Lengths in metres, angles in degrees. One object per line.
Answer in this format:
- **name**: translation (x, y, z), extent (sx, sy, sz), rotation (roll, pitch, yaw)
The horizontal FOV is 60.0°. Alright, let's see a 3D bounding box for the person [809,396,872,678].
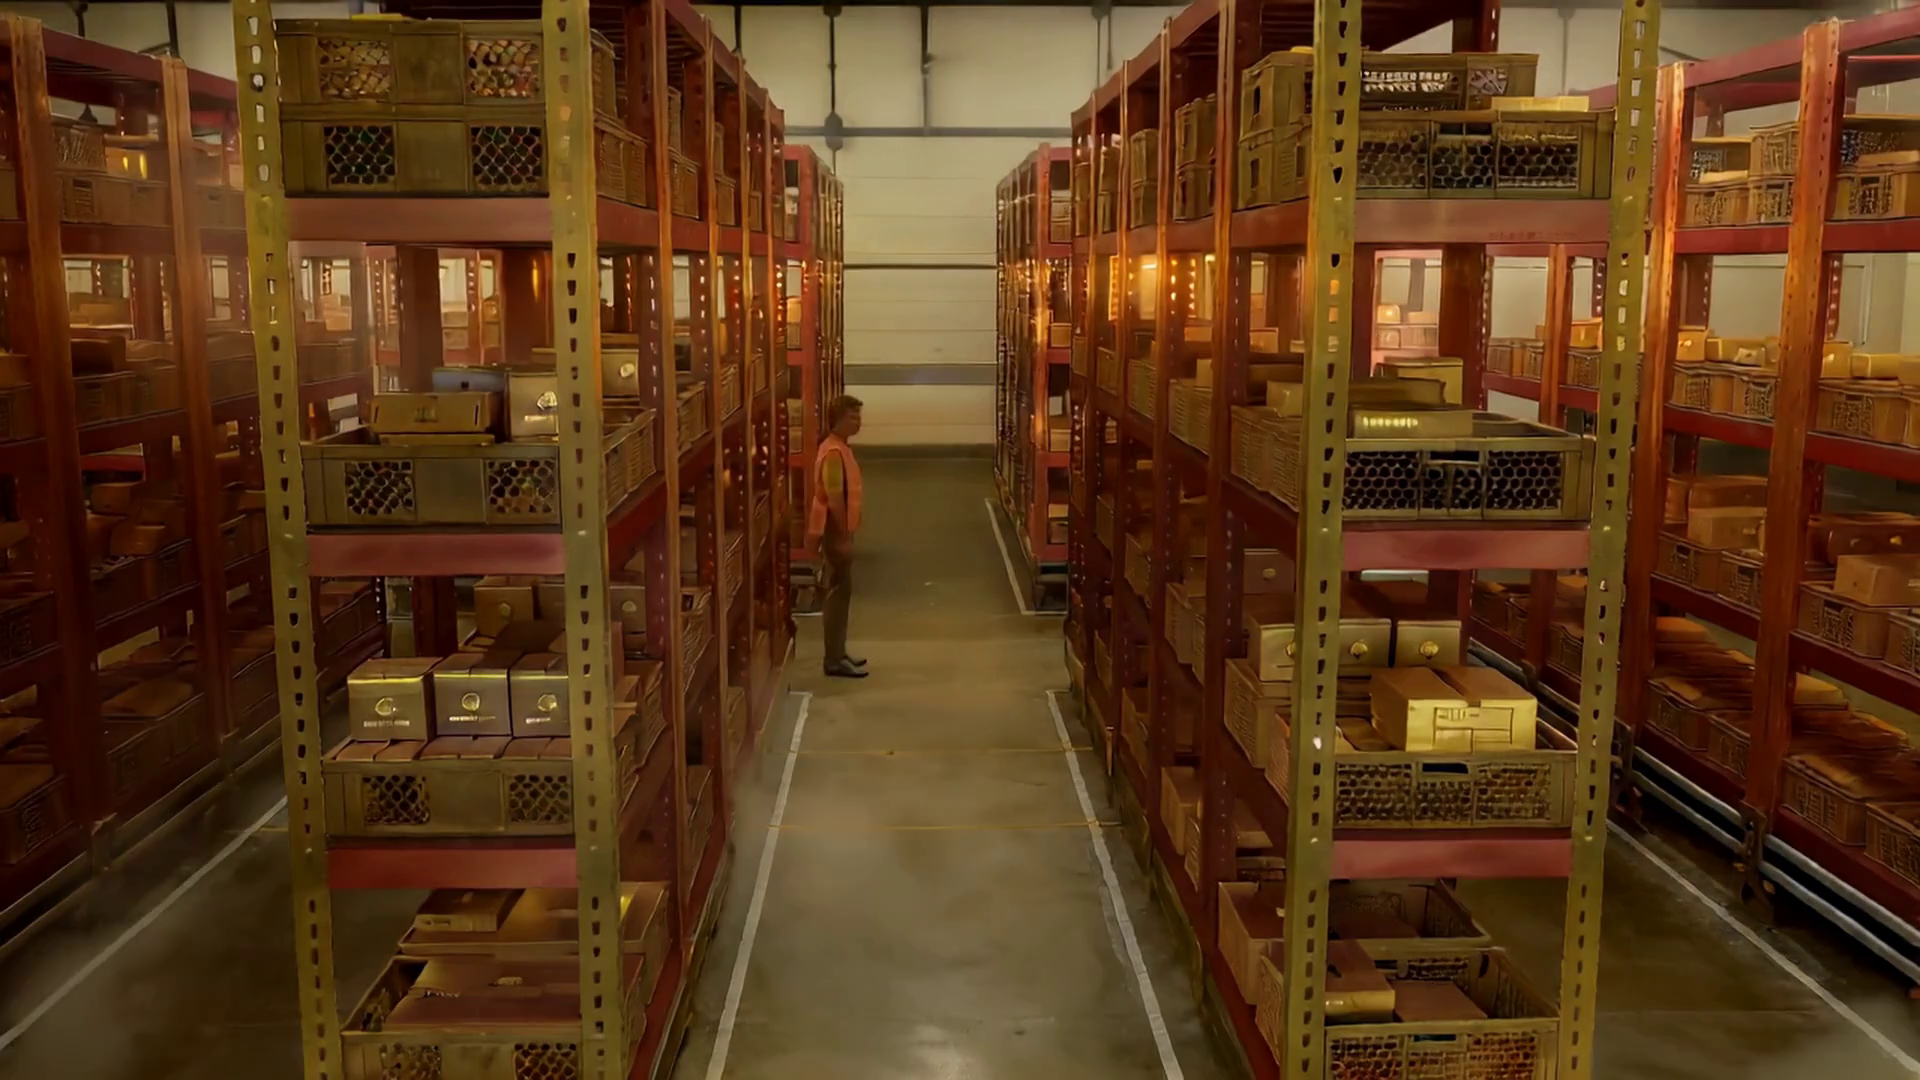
- **person**: translation (-0.787, -0.023, 10.942), extent (0.422, 1.842, 0.577), rotation (-1, 9, -6)
